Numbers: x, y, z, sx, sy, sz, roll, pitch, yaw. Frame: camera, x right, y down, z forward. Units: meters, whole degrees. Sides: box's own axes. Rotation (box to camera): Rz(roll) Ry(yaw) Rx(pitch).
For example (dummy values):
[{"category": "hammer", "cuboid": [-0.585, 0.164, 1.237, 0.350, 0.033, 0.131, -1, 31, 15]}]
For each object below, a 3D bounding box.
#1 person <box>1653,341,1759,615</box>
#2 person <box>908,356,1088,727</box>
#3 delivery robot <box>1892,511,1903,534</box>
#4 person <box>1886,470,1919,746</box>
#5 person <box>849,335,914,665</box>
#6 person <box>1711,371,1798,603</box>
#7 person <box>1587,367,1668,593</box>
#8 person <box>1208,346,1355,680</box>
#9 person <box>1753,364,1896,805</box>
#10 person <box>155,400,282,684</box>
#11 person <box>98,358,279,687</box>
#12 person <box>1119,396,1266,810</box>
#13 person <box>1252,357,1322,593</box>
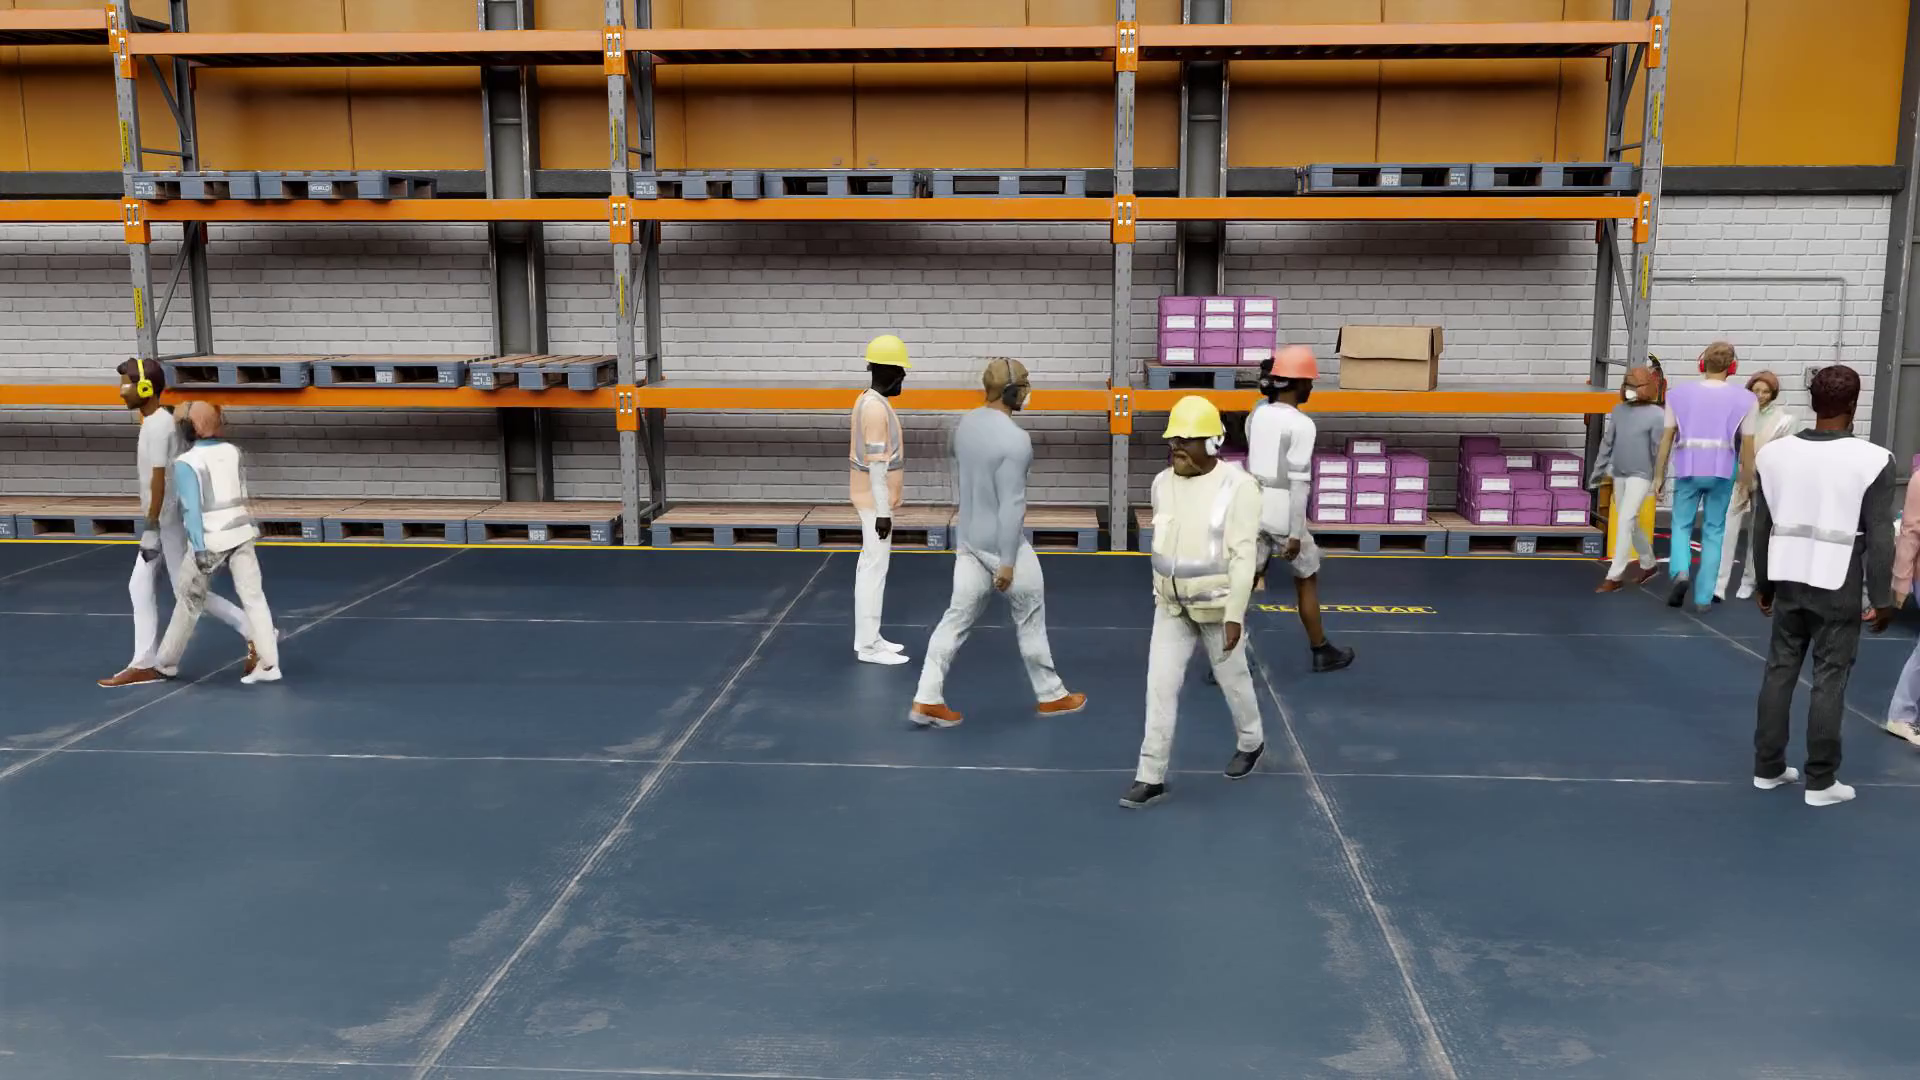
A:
[{"category": "person", "cuboid": [4.910, -0.397, 10.994, 0.619, 1.819, 0.513, 5, 11, 25]}, {"category": "person", "cuboid": [0.170, 0.015, 8.423, 1.005, 1.893, 0.632, -6, 12, -33]}, {"category": "delivery robot", "cuboid": [6.775, 0.032, 11.922, 0.707, 0.478, 0.477, 8, 13, 40]}, {"category": "person", "cuboid": [4.724, 0.198, 7.805, 0.532, 1.725, 0.863, -2, 10, -14]}, {"category": "person", "cuboid": [-0.458, -0.237, 9.768, 0.382, 1.923, 0.593, -1, 10, -6]}, {"category": "person", "cuboid": [5.367, -0.343, 11.309, 0.527, 1.593, 0.848, 6, 12, 33]}, {"category": "person", "cuboid": [4.831, -0.431, 11.901, 0.741, 1.618, 0.500, -4, 10, -21]}, {"category": "person", "cuboid": [1.797, -0.141, 9.330, 0.999, 1.883, 0.566, -6, 11, -32]}, {"category": "person", "cuboid": [3.740, 0.197, 7.256, 0.428, 1.919, 0.592, -6, 12, -33]}, {"category": "person", "cuboid": [-4.184, 0.019, 9.253, 0.882, 1.584, 0.504, 4, 10, 20]}, {"category": "person", "cuboid": [-4.346, -0.102, 9.267, 0.872, 1.833, 0.510, -6, 11, -30]}, {"category": "person", "cuboid": [1.085, 0.250, 7.341, 0.588, 1.791, 0.928, 8, 13, 41]}, {"category": "person", "cuboid": [2.274, -0.463, 11.800, 0.701, 1.679, 0.539, -3, 10, -15]}]
